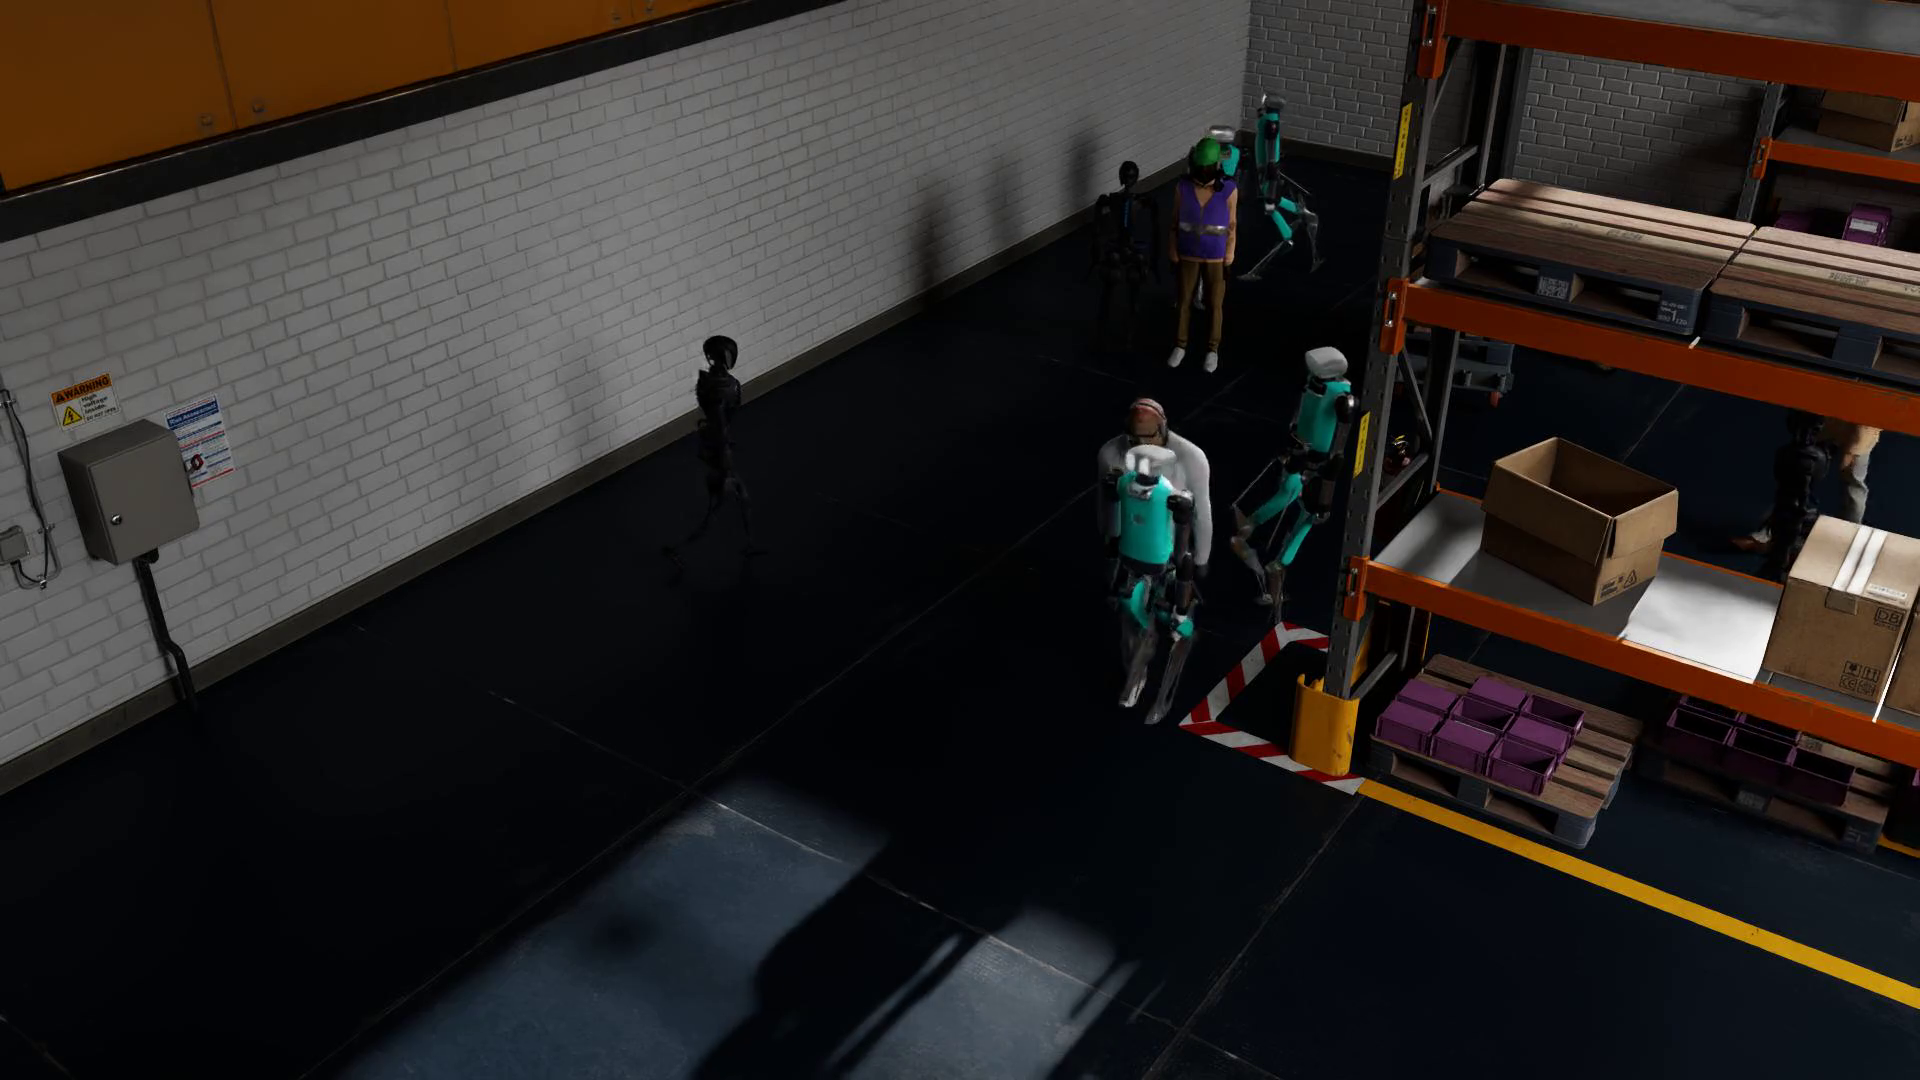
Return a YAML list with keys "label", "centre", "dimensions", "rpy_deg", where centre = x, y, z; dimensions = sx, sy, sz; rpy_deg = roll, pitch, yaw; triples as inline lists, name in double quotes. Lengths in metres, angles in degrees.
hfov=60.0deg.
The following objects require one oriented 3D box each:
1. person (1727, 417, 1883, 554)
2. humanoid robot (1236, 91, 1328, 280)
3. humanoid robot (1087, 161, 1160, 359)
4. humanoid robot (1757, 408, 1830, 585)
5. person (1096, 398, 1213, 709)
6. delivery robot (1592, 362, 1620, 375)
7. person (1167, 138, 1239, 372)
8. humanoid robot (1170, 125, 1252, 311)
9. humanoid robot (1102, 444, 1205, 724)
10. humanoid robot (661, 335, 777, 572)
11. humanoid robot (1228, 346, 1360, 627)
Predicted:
- label: "person"
  centre: [5.574, -0.676, 10.645]
  dimensions: [0.956, 1.825, 0.580]
  rpy_deg: [-8, 31, -13]
- label: "humanoid robot"
  centre: [3.091, -3.190, 15.116]
  dimensions: [0.955, 1.766, 0.545]
  rpy_deg: [0, 30, 0]
- label: "humanoid robot"
  centre: [1.344, -2.302, 13.612]
  dimensions: [0.595, 1.651, 0.389]
  rpy_deg: [3, 30, 5]
- label: "humanoid robot"
  centre: [4.831, -0.070, 9.776]
  dimensions: [0.649, 1.629, 0.613]
  rpy_deg: [10, 31, 16]
- label: "person"
  centre: [1.100, -0.005, 9.448]
  dimensions: [0.687, 1.872, 0.746]
  rpy_deg: [9, 31, 15]
- label: "delivery robot"
  centre: [5.308, -1.731, 13.768]
  dimensions: [0.499, 0.606, 0.794]
  rpy_deg: [-23, 37, -34]
- label: "person"
  centre: [1.944, -2.298, 13.377]
  dimensions: [0.530, 1.924, 0.426]
  rpy_deg: [7, 31, 13]
- label: "humanoid robot"
  centre: [2.146, -2.778, 14.412]
  dimensions: [0.548, 1.776, 0.784]
  rpy_deg: [-1, 30, -2]
- label: "humanoid robot"
  centre: [1.117, 0.247, 9.175]
  dimensions: [0.530, 1.823, 0.672]
  rpy_deg: [20, 36, 31]
- label: "humanoid robot"
  centre: [-1.601, -0.575, 10.668]
  dimensions: [0.720, 1.624, 0.612]
  rpy_deg: [-5, 30, -8]
- label: "humanoid robot"
  centre: [1.943, -0.236, 10.097]
  dimensions: [0.723, 1.903, 0.540]
  rpy_deg: [-11, 32, -19]
